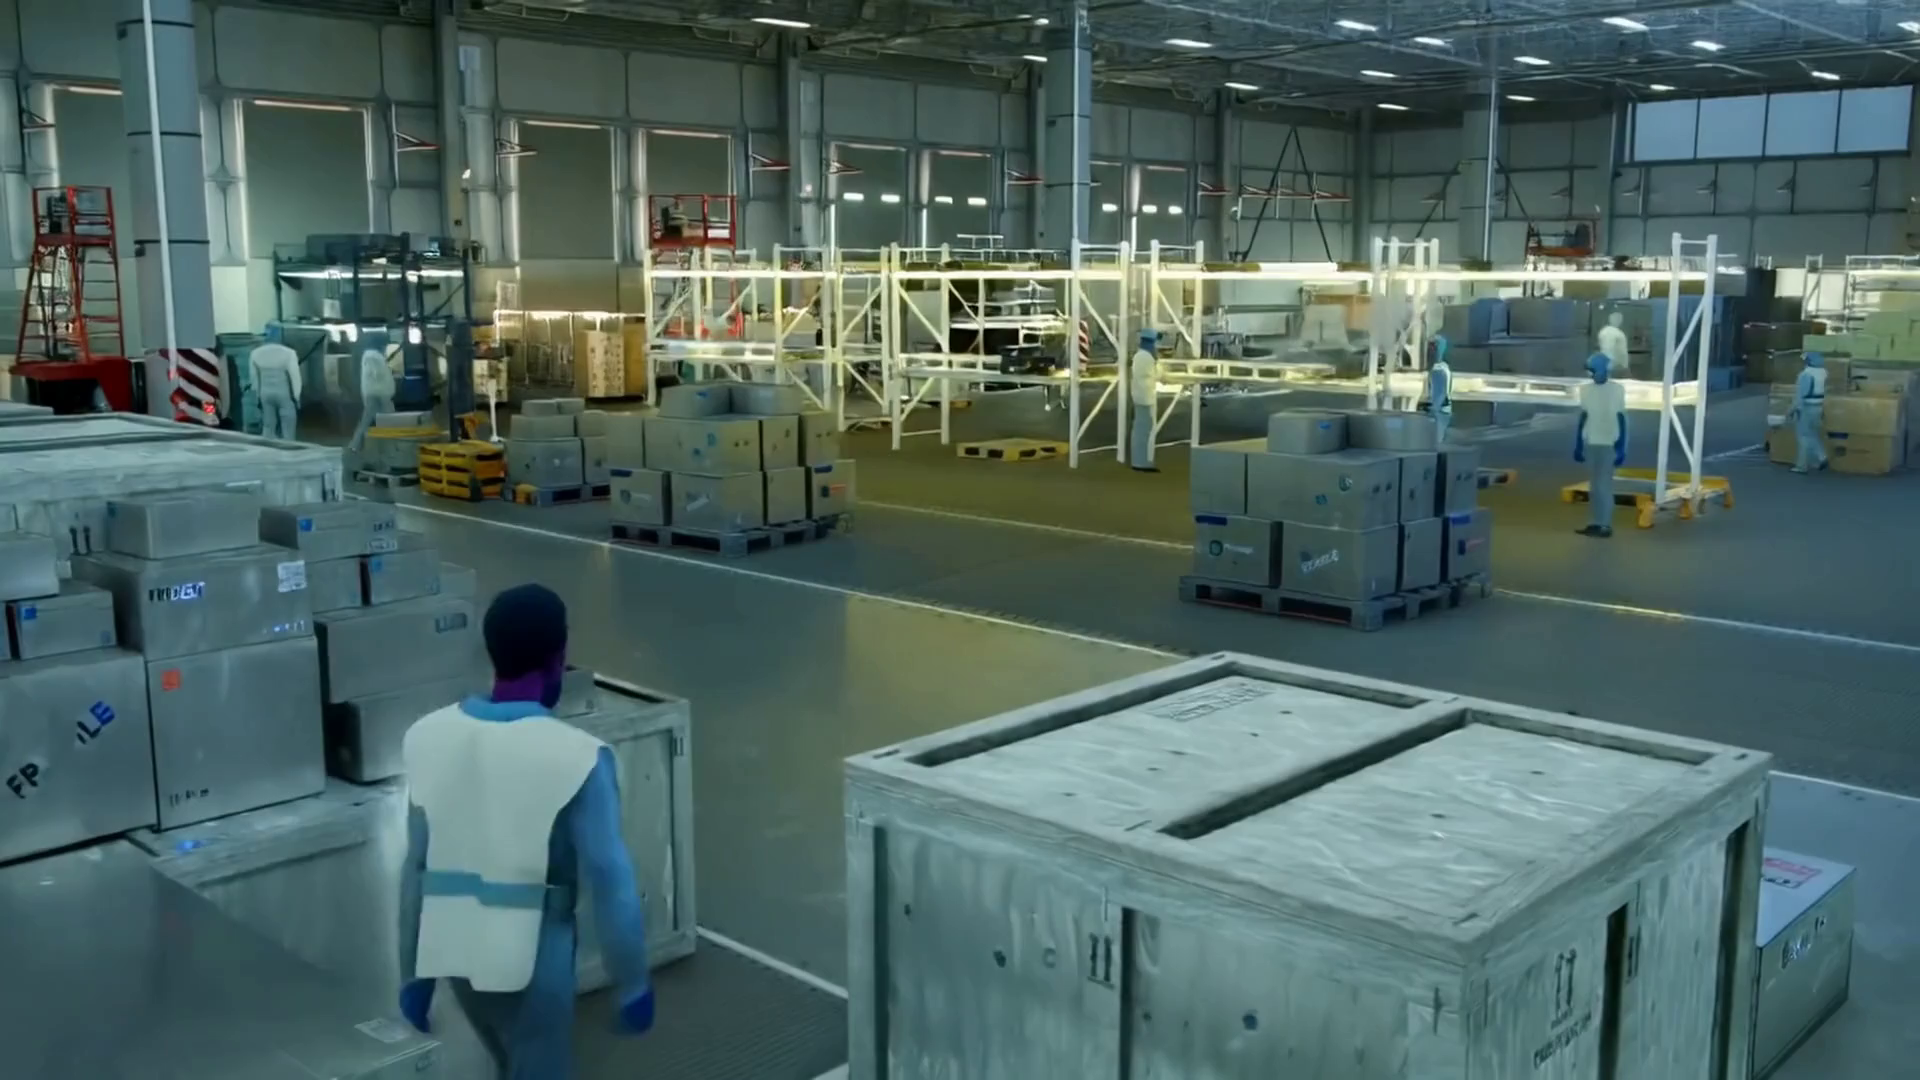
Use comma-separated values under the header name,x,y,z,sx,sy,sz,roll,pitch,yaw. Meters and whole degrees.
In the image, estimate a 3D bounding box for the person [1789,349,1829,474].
name,x,y,z,sx,sy,sz,roll,pitch,yaw
person,10.999,-1.655,21.544,0.520,1.627,0.378,-5,10,-27

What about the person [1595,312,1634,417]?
name,x,y,z,sx,sy,sz,roll,pitch,yaw
person,11.529,-3.045,29.207,0.986,1.895,0.657,-2,10,-13

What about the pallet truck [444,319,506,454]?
name,x,y,z,sx,sy,sz,roll,pitch,yaw
pallet truck,-6.981,-1.942,22.150,1.885,1.965,0.823,1,9,9

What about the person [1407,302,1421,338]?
name,x,y,z,sx,sy,sz,roll,pitch,yaw
person,11.517,-5.215,42.435,0.614,1.926,0.641,4,10,22

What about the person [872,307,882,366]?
name,x,y,z,sx,sy,sz,roll,pitch,yaw
person,-2.202,-5.400,44.484,0.314,1.633,0.519,-2,9,-10

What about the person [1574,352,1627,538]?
name,x,y,z,sx,sy,sz,roll,pitch,yaw
person,6.331,-0.939,16.486,0.398,1.850,0.605,-7,11,-35

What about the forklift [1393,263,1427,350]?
name,x,y,z,sx,sy,sz,roll,pitch,yaw
forklift,12.463,-6.448,47.076,1.873,2.768,1.129,3,10,17

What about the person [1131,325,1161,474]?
name,x,y,z,sx,sy,sz,roll,pitch,yaw
person,2.414,-1.829,21.662,0.357,1.930,0.591,-2,10,-14

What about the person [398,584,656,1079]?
name,x,y,z,sx,sy,sz,roll,pitch,yaw
person,-1.064,1.052,4.141,0.613,1.892,0.664,5,10,27

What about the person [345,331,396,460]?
name,x,y,z,sx,sy,sz,roll,pitch,yaw
person,-8.124,-2.000,23.177,0.968,1.799,0.620,-2,9,-11

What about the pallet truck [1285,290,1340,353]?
name,x,y,z,sx,sy,sz,roll,pitch,yaw
pallet truck,11.297,-6.951,52.861,1.885,1.965,0.823,-5,11,-29

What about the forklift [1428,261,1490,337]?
name,x,y,z,sx,sy,sz,roll,pitch,yaw
forklift,11.914,-5.091,38.758,1.873,2.768,1.129,9,13,43

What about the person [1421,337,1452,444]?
name,x,y,z,sx,sy,sz,roll,pitch,yaw
person,5.435,-1.373,19.007,0.342,1.882,0.587,4,10,21

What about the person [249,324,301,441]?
name,x,y,z,sx,sy,sz,roll,pitch,yaw
person,-8.882,-1.829,21.638,0.627,1.940,0.372,0,9,0

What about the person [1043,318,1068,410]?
name,x,y,z,sx,sy,sz,roll,pitch,yaw
person,1.806,-3.322,31.412,0.485,1.739,0.319,-2,9,-11

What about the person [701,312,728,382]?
name,x,y,z,sx,sy,sz,roll,pitch,yaw
person,-4.489,-3.350,31.182,0.936,1.881,0.624,-3,10,-19
